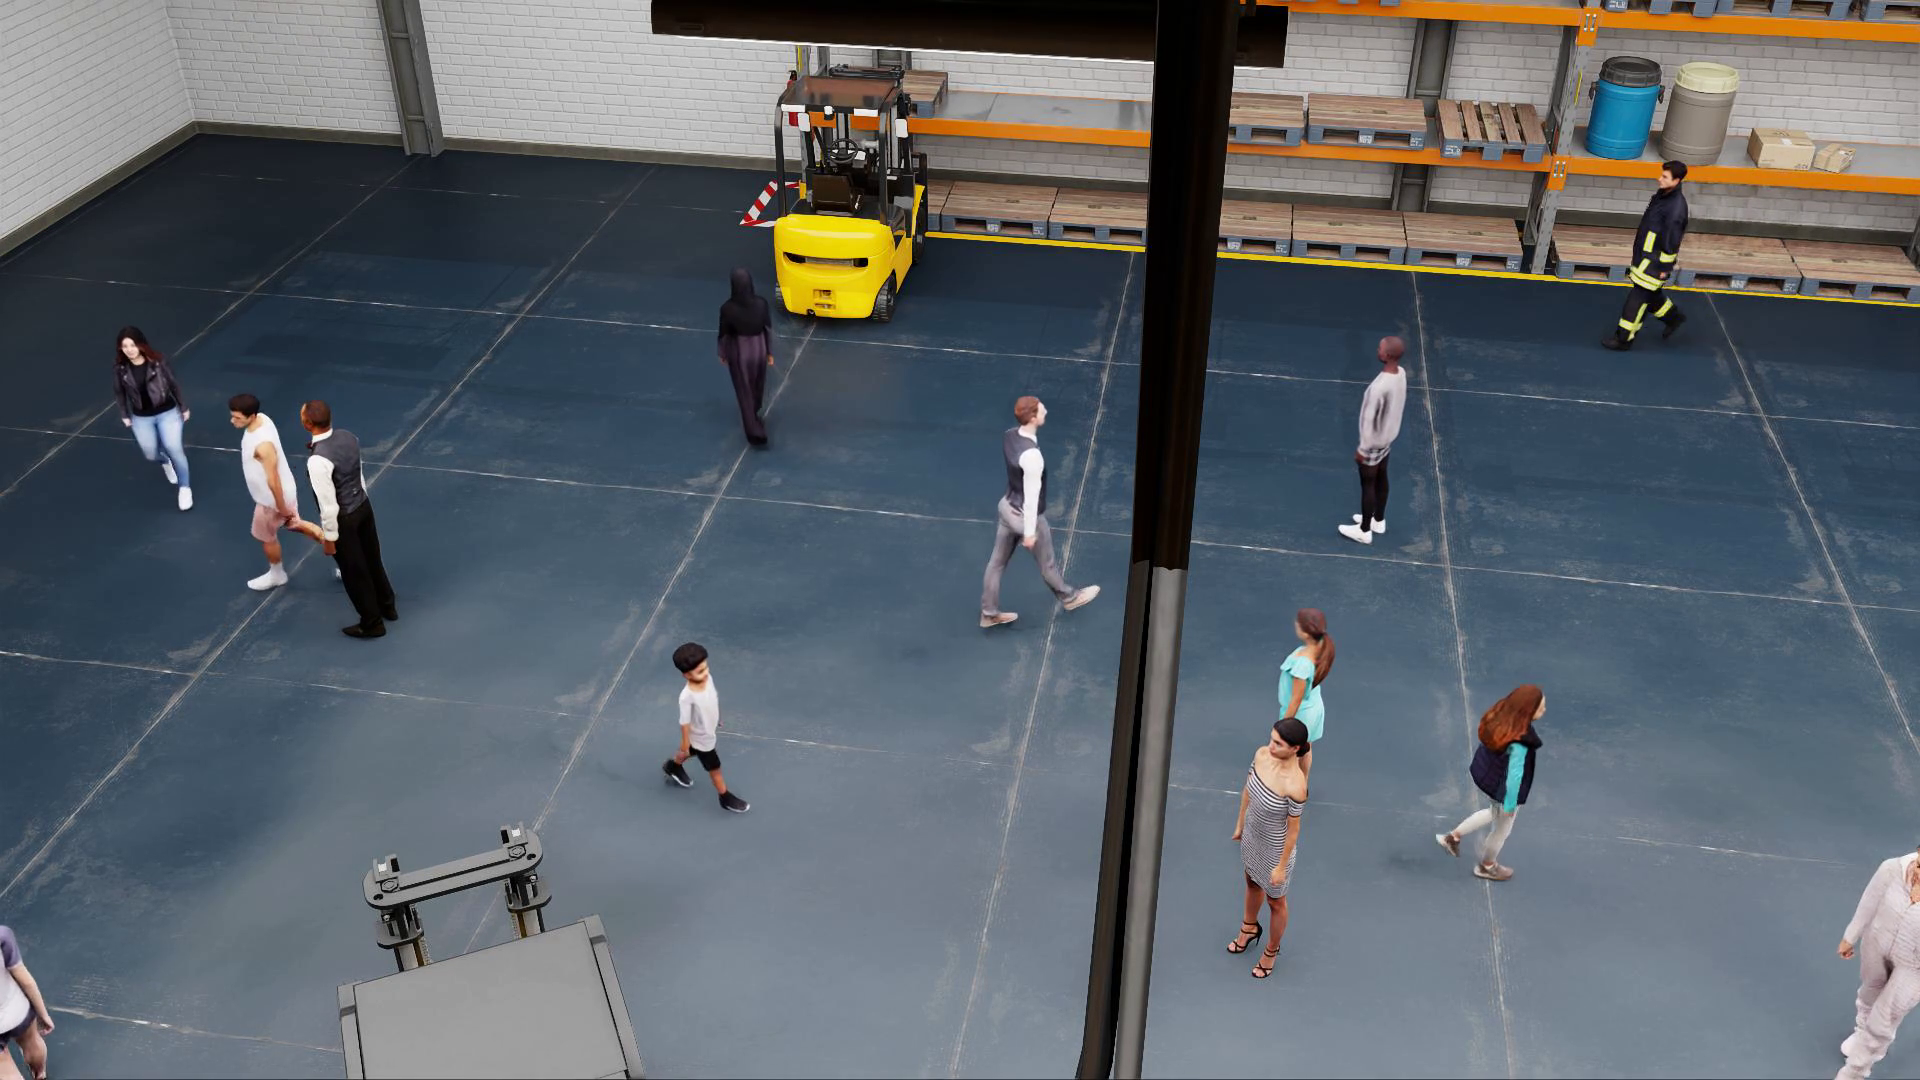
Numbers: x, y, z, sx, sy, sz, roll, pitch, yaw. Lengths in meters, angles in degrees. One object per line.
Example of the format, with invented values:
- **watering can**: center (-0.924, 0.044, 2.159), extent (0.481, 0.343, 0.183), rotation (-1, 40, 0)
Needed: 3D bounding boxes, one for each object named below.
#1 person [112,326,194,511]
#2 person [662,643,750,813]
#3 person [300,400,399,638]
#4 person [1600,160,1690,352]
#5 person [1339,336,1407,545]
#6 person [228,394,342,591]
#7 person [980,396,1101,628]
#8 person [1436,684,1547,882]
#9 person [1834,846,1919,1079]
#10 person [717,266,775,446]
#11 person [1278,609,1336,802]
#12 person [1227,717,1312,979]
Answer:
- **person**: center (-6.565, -1.045, 13.605), extent (0.885, 1.616, 0.921), rotation (-12, 35, -17)
- **person**: center (-1.712, 1.164, 10.617), extent (0.938, 1.244, 0.623), rotation (13, 36, 19)
- **person**: center (-4.422, -0.153, 11.991), extent (0.573, 1.917, 0.699), rotation (7, 34, 10)
- **person**: center (6.682, -2.683, 15.805), extent (1.128, 1.907, 0.903), rotation (-1, 34, -1)
- **person**: center (3.304, -0.791, 13.082), extent (0.681, 1.770, 0.686), rotation (22, 39, 29)
- **person**: center (-5.048, -0.359, 12.461), extent (1.182, 1.740, 0.957), rotation (-6, 34, -9)
- **person**: center (0.367, -0.163, 12.024), extent (1.281, 1.897, 1.086), rotation (-13, 36, -18)
- **person**: center (3.190, 1.444, 9.977), extent (0.732, 1.486, 0.604), rotation (3, 34, 5)
- **person**: center (4.996, 2.144, 8.760), extent (1.006, 1.668, 0.945), rotation (-21, 39, -28)
- **person**: center (-1.835, -1.585, 14.426), extent (1.116, 1.607, 1.057), rotation (-13, 36, -19)
- **person**: center (2.146, 1.073, 10.471), extent (0.674, 1.558, 0.641), rotation (23, 40, 31)
- **person**: center (1.734, 1.704, 9.283), extent (0.722, 1.822, 0.679), rotation (-17, 37, -24)
